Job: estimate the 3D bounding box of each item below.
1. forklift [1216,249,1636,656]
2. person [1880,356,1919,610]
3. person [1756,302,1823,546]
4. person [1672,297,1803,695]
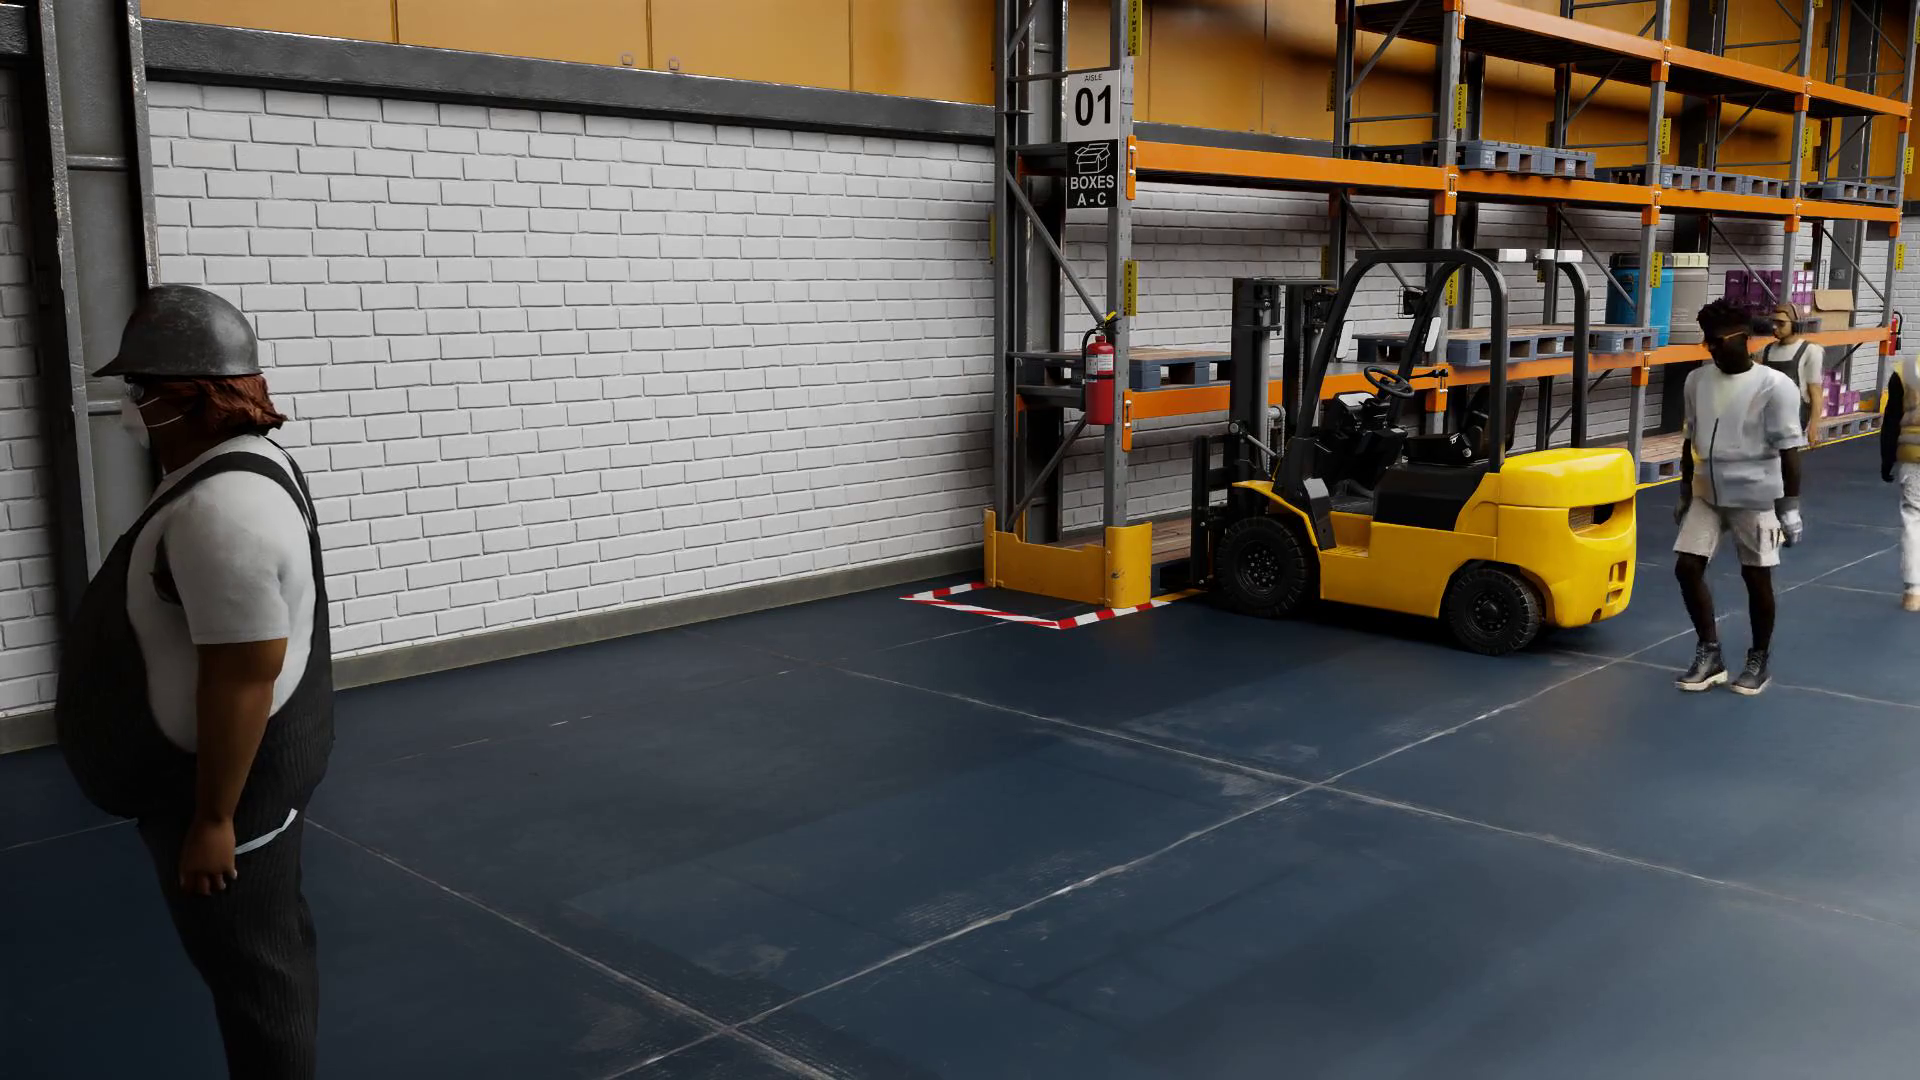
[{"bbox_3d":[2.710,-0.584,9.626,2.313,2.155,1.214,9,13,43],"label":"forklift"},{"bbox_3d":[6.052,-0.495,10.286,0.652,1.801,0.860,5,11,29],"label":"person"},{"bbox_3d":[6.060,-0.845,12.341,0.498,1.825,0.535,-5,10,-26],"label":"person"},{"bbox_3d":[3.733,-0.198,8.039,0.674,1.927,0.766,-6,11,-31],"label":"person"}]
